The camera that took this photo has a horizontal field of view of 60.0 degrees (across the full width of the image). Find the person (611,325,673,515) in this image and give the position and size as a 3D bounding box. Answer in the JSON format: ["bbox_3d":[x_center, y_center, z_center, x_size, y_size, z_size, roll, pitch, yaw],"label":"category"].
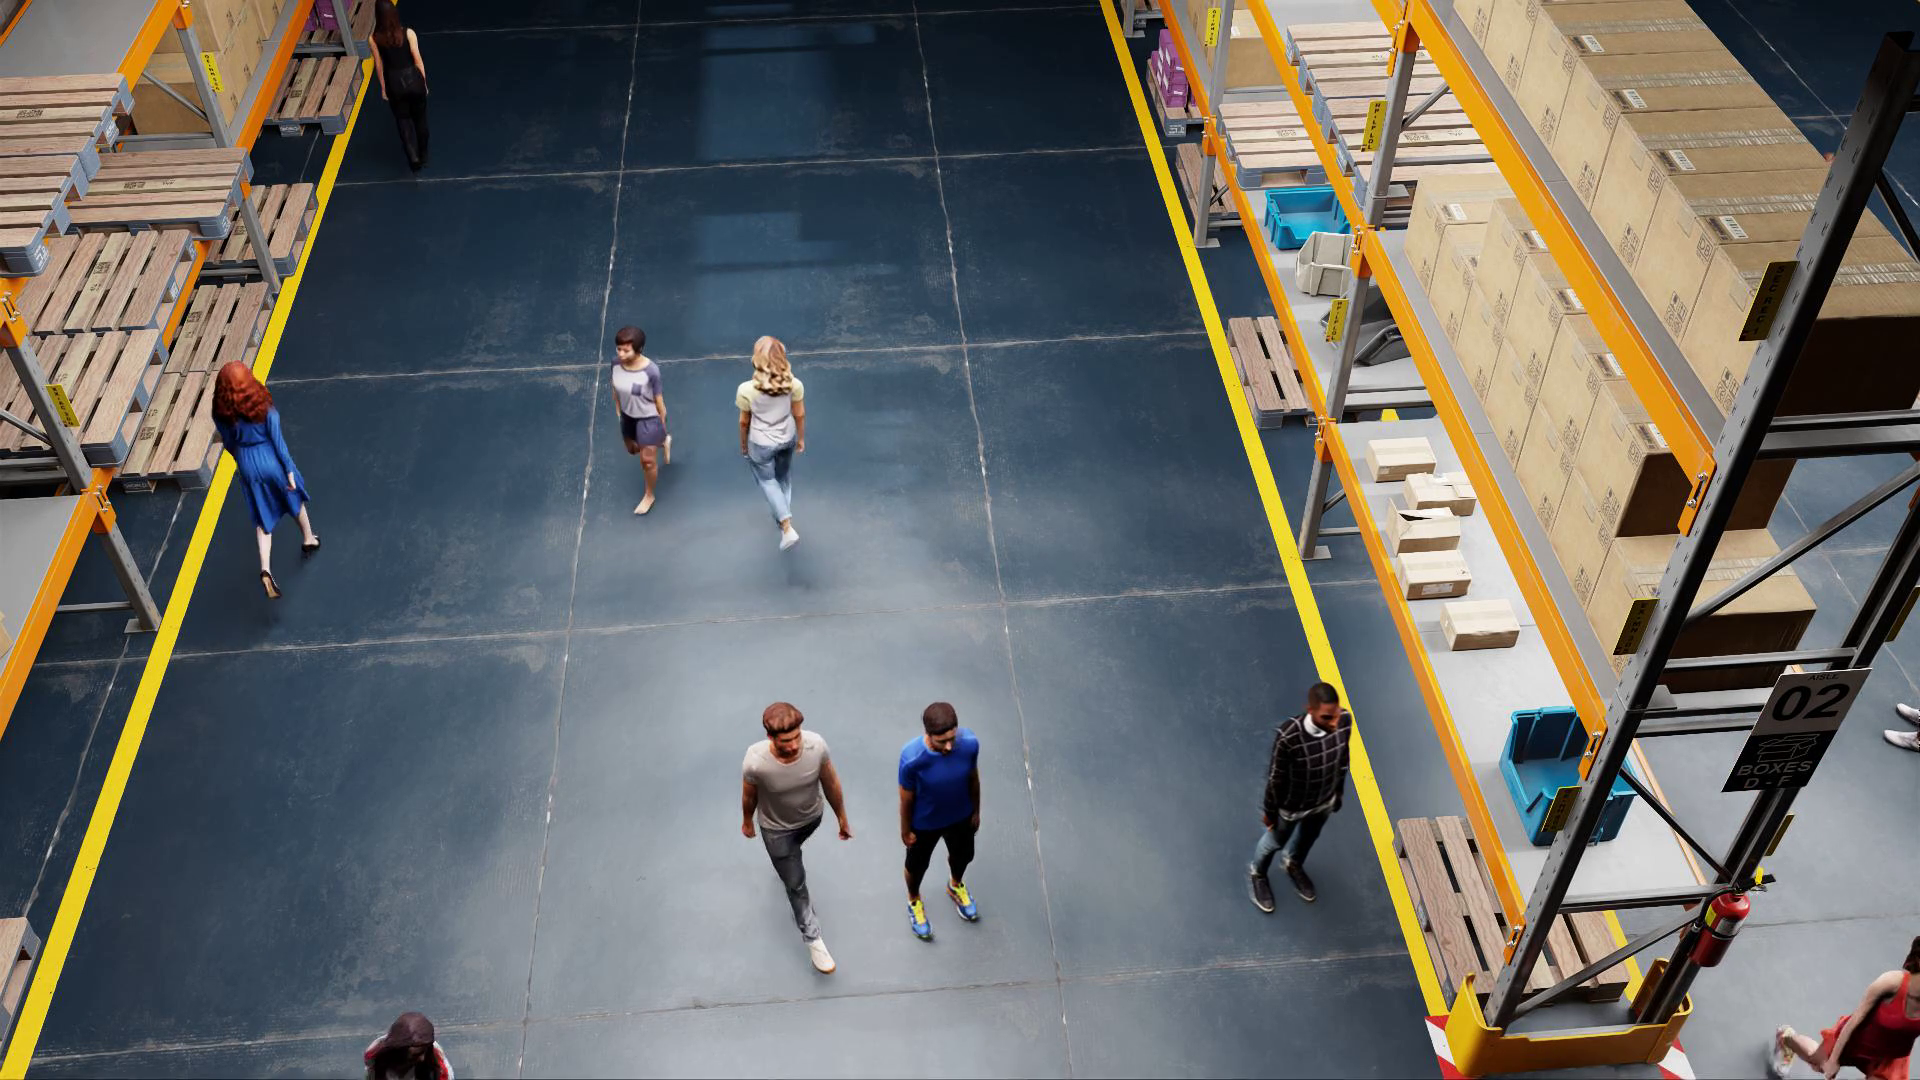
[{"bbox_3d":[-2.252,-0.935,11.954,0.822,1.547,0.960,19,47,19],"label":"person"}]

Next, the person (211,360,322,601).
[{"bbox_3d":[-4.697,-0.374,11.180,0.626,1.803,1.037,-1,44,-1],"label":"person"}]

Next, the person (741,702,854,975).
[{"bbox_3d":[-0.970,1.464,9.214,1.001,1.854,1.279,-20,47,-19],"label":"person"}]

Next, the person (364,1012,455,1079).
[{"bbox_3d":[-2.656,2.713,8.090,0.746,1.595,0.646,18,46,18],"label":"person"}]

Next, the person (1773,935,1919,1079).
[{"bbox_3d":[4.484,2.454,8.273,0.755,1.717,1.197,6,44,7],"label":"person"}]

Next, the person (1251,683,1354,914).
[{"bbox_3d":[1.913,1.400,9.306,0.712,1.819,0.662,-16,46,-16],"label":"person"}]

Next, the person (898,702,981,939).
[{"bbox_3d":[-0.117,1.492,9.178,0.677,1.862,0.656,-15,46,-16],"label":"person"}]

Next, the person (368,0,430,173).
[{"bbox_3d":[-5.060,-4.104,15.187,0.673,1.677,0.910,-11,45,-11],"label":"person"}]

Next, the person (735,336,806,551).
[{"bbox_3d":[-1.275,-0.629,11.517,0.792,1.707,0.998,-15,46,-16],"label":"person"}]
